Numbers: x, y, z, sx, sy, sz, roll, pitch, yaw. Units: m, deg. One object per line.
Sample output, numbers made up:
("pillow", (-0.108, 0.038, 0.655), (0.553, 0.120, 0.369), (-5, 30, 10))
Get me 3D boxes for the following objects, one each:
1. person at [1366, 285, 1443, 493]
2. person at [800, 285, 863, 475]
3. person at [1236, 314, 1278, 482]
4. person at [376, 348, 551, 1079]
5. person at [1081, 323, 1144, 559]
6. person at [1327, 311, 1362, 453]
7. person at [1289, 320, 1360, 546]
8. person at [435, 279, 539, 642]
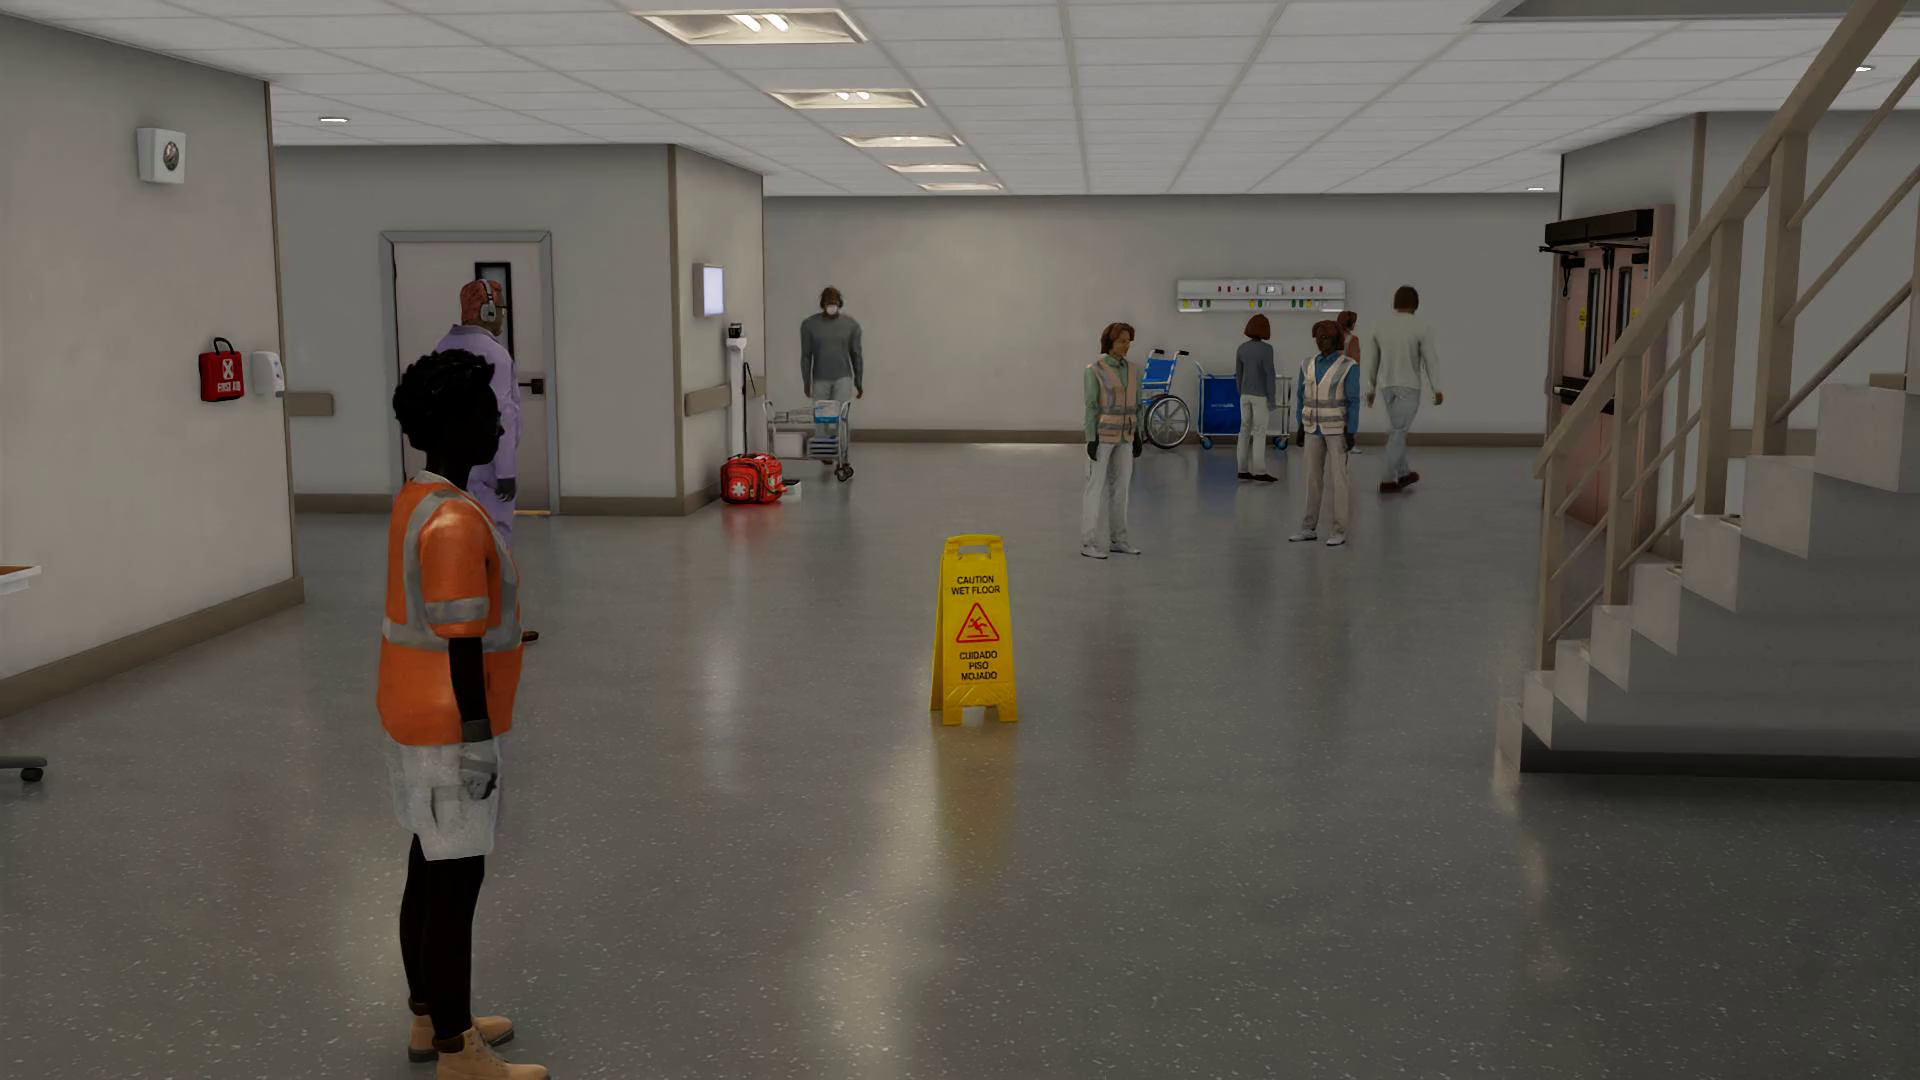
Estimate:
("person", (4.167, -1.396, 15.437), (0.929, 1.899, 0.643), (-7, 11, -40))
("person", (-1.307, -1.638, 17.017), (0.643, 1.922, 0.684), (-1, 8, -3))
("person", (2.891, -1.380, 16.218), (0.278, 1.634, 0.498), (-5, 10, -32))
("person", (-1.154, 0.417, 3.791), (0.322, 1.696, 0.536), (-4, 9, -26))
("person", (1.056, -0.686, 11.530), (0.514, 1.630, 0.318), (-6, 11, -37))
("person", (4.421, -1.812, 19.141), (0.309, 1.641, 0.514), (-4, 9, -25))
("person", (2.673, -0.781, 12.122), (0.314, 1.641, 0.515), (-8, 11, -42))
("person", (-2.479, -0.402, 8.692), (0.401, 1.899, 0.636), (-8, 12, -43))
